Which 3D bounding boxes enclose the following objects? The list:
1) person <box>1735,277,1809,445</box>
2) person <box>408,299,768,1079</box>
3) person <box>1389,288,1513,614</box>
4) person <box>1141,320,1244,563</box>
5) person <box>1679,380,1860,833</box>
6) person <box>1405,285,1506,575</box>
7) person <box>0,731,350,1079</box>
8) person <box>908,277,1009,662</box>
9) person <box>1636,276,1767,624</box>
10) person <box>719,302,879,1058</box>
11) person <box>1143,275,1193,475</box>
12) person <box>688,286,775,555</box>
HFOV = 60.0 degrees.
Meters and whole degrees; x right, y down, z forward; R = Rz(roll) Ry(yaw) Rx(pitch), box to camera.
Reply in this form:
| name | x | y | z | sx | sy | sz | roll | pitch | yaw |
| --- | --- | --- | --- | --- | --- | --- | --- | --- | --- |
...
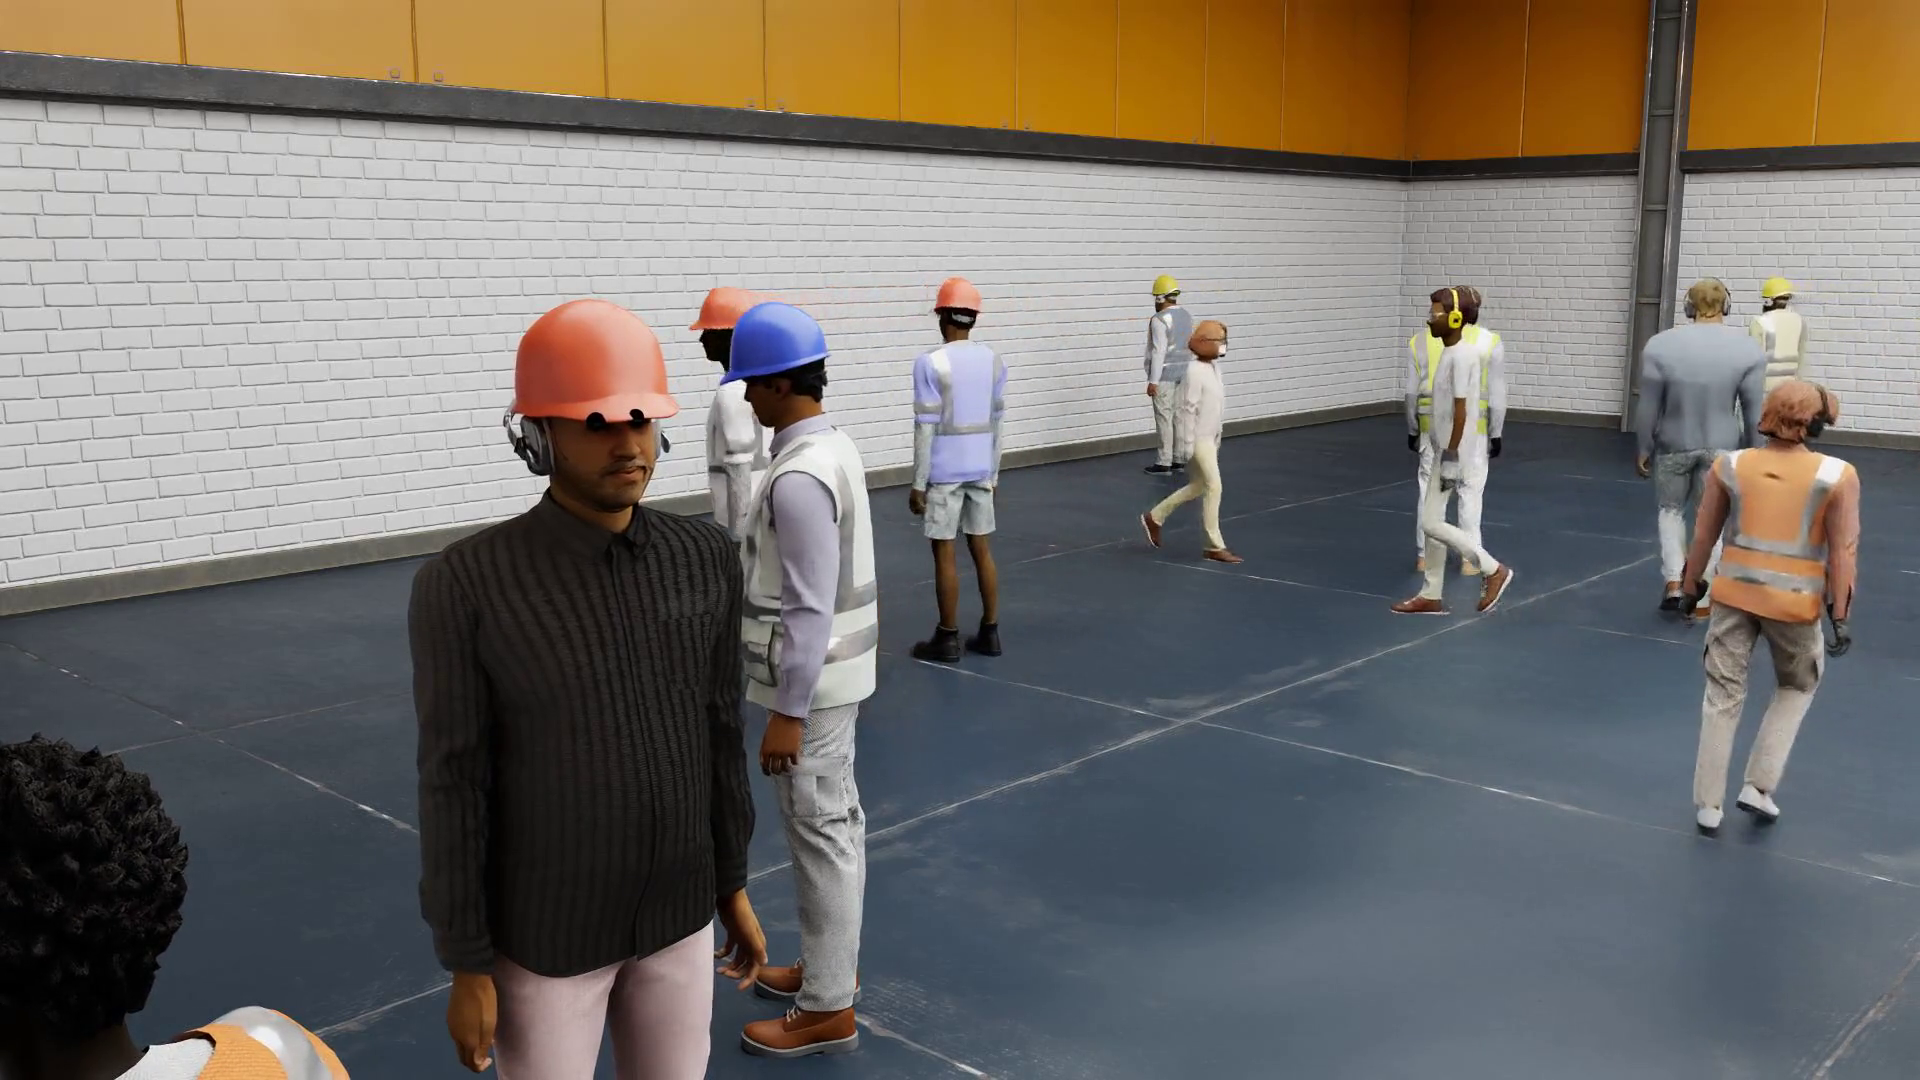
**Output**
| name | x | y | z | sx | sy | sz | roll | pitch | yaw |
| --- | --- | --- | --- | --- | --- | --- | --- | --- | --- |
| person | 7.136 | -1.397 | 14.662 | 0.623 | 1.818 | 0.430 | -3 | 10 | -14 |
| person | -0.579 | 0.611 | 2.734 | 0.381 | 1.995 | 0.611 | 10 | 14 | 44 |
| person | 2.761 | -0.474 | 9.295 | 0.560 | 1.860 | 0.532 | 1 | 10 | 8 |
| person | 1.549 | -0.663 | 11.071 | 0.720 | 1.608 | 0.529 | 5 | 11 | 27 |
| person | 2.844 | 0.241 | 5.889 | 0.615 | 1.610 | 0.488 | 9 | 14 | 43 |
| person | 3.164 | -0.698 | 10.629 | 0.630 | 1.840 | 0.429 | 6 | 12 | 32 |
| person | -0.703 | 0.992 | 1.432 | 0.320 | 1.694 | 0.532 | 3 | 10 | 18 |
| person | -0.014 | -0.341 | 8.369 | 0.569 | 1.923 | 0.396 | -7 | 12 | -36 |
| person | 4.107 | -0.494 | 9.238 | 0.661 | 1.918 | 0.459 | 5 | 11 | 24 |
| person | -0.408 | 0.363 | 4.308 | 0.401 | 1.938 | 0.602 | 0 | 10 | 2 |
| person | 1.890 | -1.508 | 15.267 | 0.403 | 1.827 | 0.601 | 7 | 12 | 36 |
| person | -0.850 | -0.128 | 7.162 | 0.780 | 1.920 | 0.545 | 2 | 10 | 11 |
